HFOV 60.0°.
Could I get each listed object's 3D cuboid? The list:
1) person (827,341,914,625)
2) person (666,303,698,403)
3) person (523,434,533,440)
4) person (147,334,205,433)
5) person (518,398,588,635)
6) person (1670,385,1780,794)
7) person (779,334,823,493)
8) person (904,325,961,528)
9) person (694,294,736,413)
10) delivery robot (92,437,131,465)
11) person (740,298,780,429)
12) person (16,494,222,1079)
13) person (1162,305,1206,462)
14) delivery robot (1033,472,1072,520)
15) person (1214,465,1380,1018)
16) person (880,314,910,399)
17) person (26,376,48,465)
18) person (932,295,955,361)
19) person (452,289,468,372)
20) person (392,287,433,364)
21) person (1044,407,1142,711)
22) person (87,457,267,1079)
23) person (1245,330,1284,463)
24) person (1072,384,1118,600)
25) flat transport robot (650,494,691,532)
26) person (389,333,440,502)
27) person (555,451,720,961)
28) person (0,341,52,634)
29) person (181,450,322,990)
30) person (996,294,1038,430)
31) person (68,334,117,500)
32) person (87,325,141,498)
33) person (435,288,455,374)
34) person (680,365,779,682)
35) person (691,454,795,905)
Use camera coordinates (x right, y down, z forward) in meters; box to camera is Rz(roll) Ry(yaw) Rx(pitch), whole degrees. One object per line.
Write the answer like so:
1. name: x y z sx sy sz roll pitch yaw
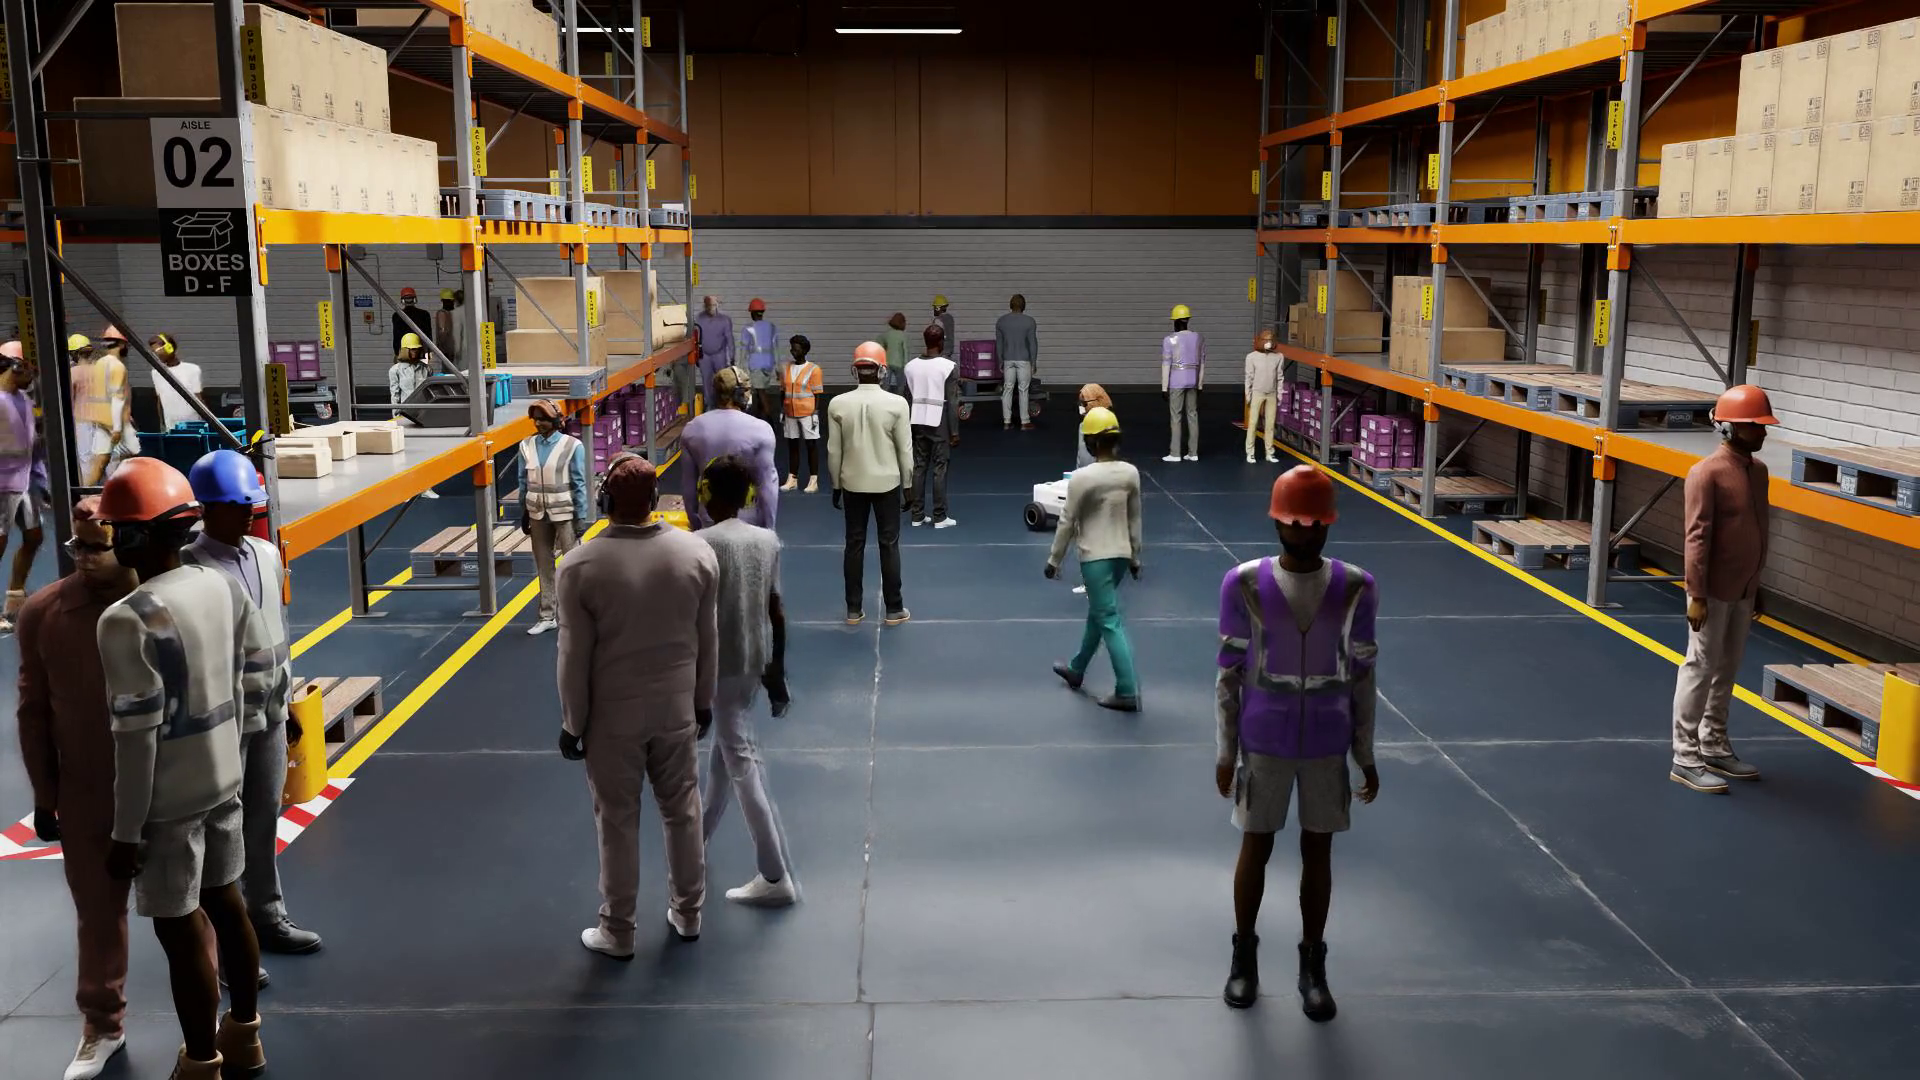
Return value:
1. person: -0.617 -0.389 11.652 0.609 1.992 0.386 2 10 10
2. person: -4.219 -2.661 24.915 0.945 1.787 0.604 6 12 29
3. person: -5.406 -2.046 21.330 0.626 1.836 0.428 -6 12 -32
4. person: -7.422 -1.045 15.854 0.529 1.810 0.855 -2 10 -10
5. person: -2.760 -0.148 11.308 0.520 1.634 0.312 3 11 17
6. person: 3.767 0.233 8.177 0.622 1.994 0.381 -8 13 -37
7. person: -1.711 -1.350 17.822 0.535 1.699 0.318 5 12 28
8. person: -0.271 -1.062 15.646 0.582 1.911 0.391 7 13 36
9. person: -3.838 -2.902 25.991 0.681 1.873 0.791 0 10 2
10. delivery robot: -9.837 -1.076 19.218 0.477 0.478 0.707 -3 10 -16
11. person: -2.802 -2.468 23.568 0.574 1.891 1.011 -7 12 -33
12. person: -2.650 0.791 5.330 0.643 1.903 0.399 -2 10 -14
13. person: 2.710 -1.907 20.317 0.589 1.919 0.397 -4 11 -23
14. delivery robot: 1.005 -0.384 15.363 0.477 0.478 0.707 -8 13 -38
15. person: 1.166 0.697 5.762 0.572 1.934 0.404 0 10 3
16. person: -0.990 -2.645 25.315 0.617 1.578 0.822 5 11 26
17. person: -10.926 -1.835 19.918 0.616 1.907 0.455 7 12 33
18. person: -0.302 -3.023 26.769 0.403 1.831 0.597 4 11 22
19. person: -7.942 -3.079 26.847 0.423 1.918 0.663 4 11 21
20. person: -8.417 -2.887 25.586 0.611 1.985 0.393 -7 12 -35
21. person: 0.753 0.095 9.671 0.542 1.724 0.865 -9 14 -41
22. person: -2.408 0.763 5.090 0.374 2.044 0.606 1 10 7
23. person: 3.691 -1.740 20.210 0.492 1.626 0.284 -2 10 -11
24. person: 1.018 -0.368 12.564 0.294 1.623 0.508 -5 11 -25
25. flat transport robot: -2.613 -0.243 15.634 0.652 0.197 1.431 0 10 -2
26. person: -5.658 -1.274 17.272 0.294 1.744 0.487 9 14 42
27. person: -1.217 0.620 6.258 0.642 1.913 0.409 -7 12 -35
28. person: -6.615 -0.370 11.559 0.426 1.994 0.689 0 10 1
29. person: -2.631 0.638 6.050 0.388 1.947 0.614 3 11 14
30. person: 0.817 -2.542 23.792 0.629 1.940 0.372 4 11 24
31. person: -8.800 -1.191 16.784 0.350 1.758 0.522 5 11 26
32. person: -8.207 -1.168 16.308 0.545 1.868 0.953 8 13 37
33. person: -8.324 -3.126 27.082 0.386 1.922 0.594 -1 10 -8
34. person: -1.395 -0.091 10.147 0.628 1.936 0.375 4 11 19
35. person: -0.966 0.554 6.918 0.944 1.810 0.480 8 13 38
